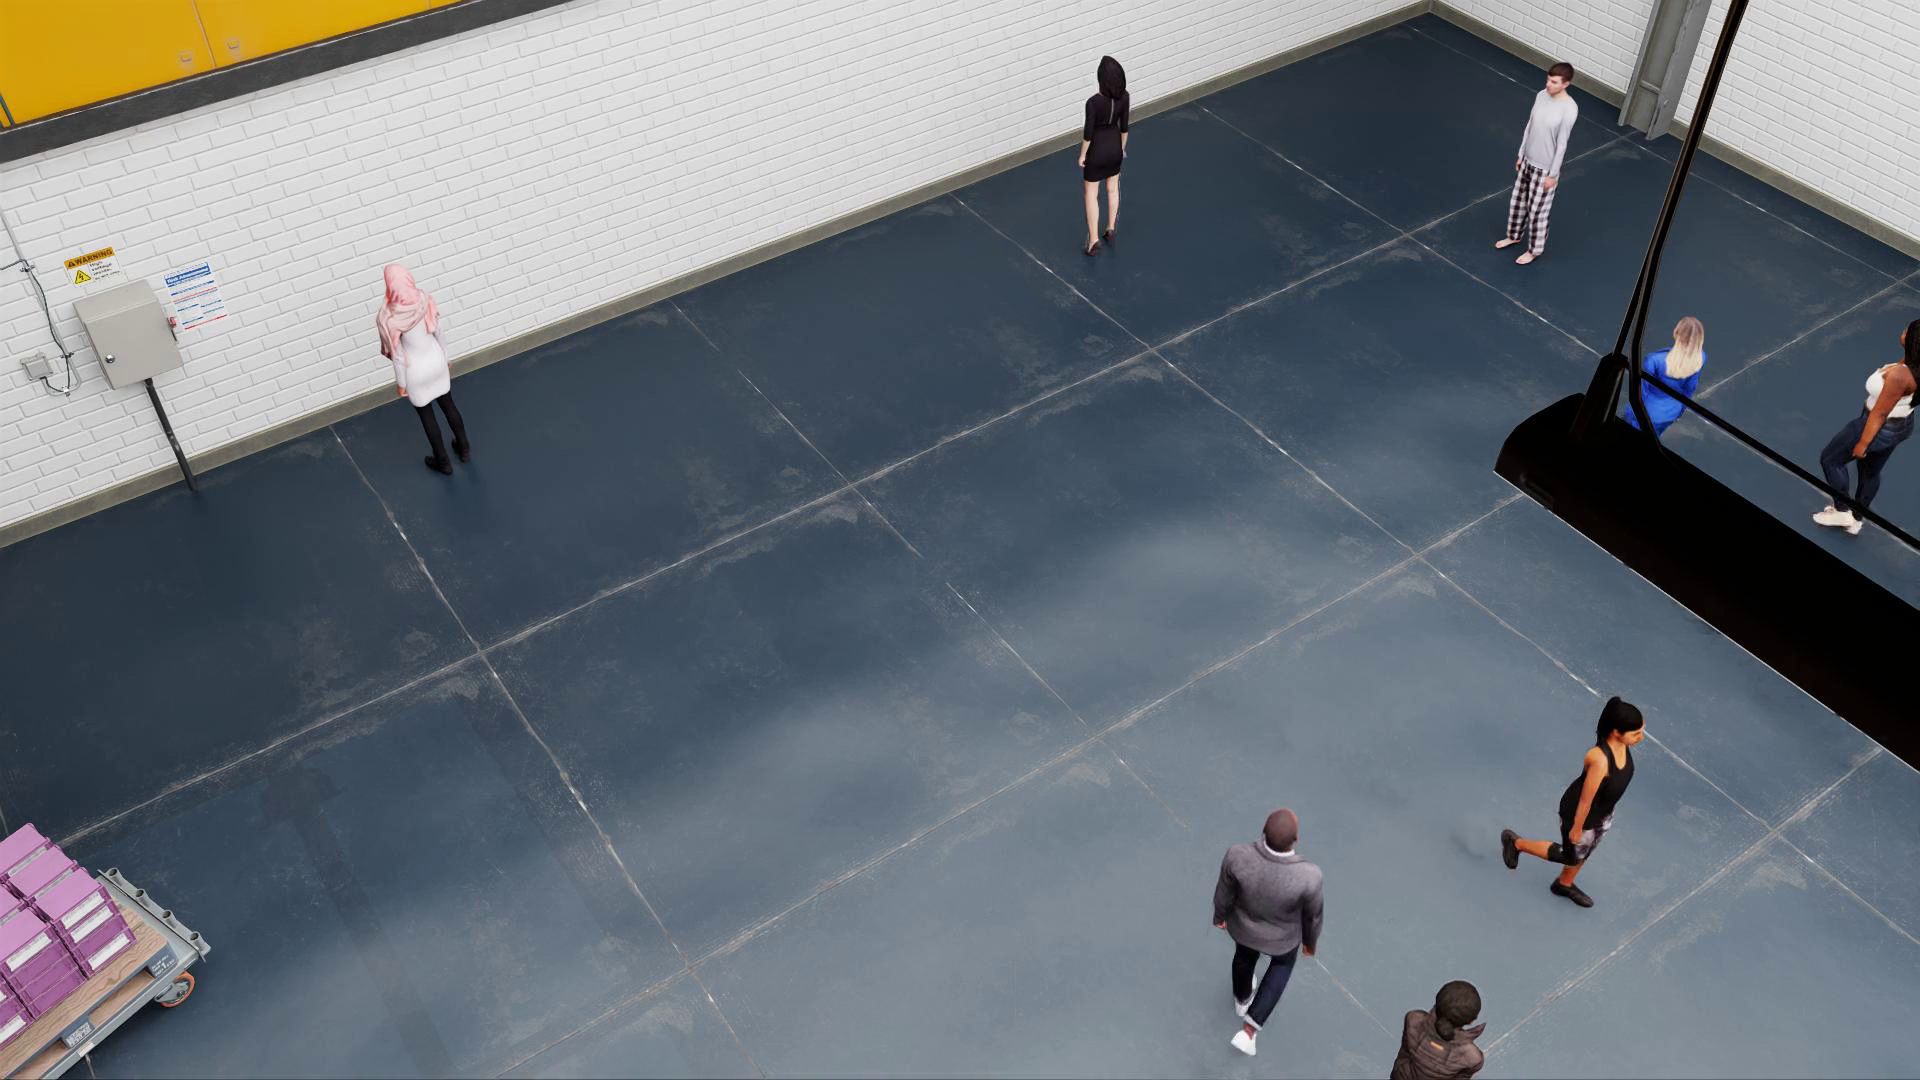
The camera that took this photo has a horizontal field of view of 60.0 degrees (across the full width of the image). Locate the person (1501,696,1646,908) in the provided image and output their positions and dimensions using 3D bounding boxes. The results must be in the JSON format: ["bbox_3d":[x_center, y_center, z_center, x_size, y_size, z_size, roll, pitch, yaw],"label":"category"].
[{"bbox_3d":[3.491,1.478,9.431,0.895,1.650,0.701,32,52,29],"label":"person"}]

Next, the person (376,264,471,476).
[{"bbox_3d":[-3.935,-1.252,12.185,0.660,1.803,0.686,31,52,28],"label":"person"}]

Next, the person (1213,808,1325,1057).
[{"bbox_3d":[1.572,2.081,8.684,0.963,1.807,1.001,19,47,19],"label":"person"}]

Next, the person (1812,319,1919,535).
[{"bbox_3d":[6.512,-0.712,11.622,0.684,1.798,0.643,-22,48,-22],"label":"person"}]

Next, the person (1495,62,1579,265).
[{"bbox_3d":[4.989,-3.245,14.248,0.713,1.842,0.548,-19,47,-19],"label":"person"}]

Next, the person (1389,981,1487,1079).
[{"bbox_3d":[2.271,2.692,8.147,0.637,1.661,0.704,10,45,11],"label":"person"}]

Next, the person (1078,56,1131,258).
[{"bbox_3d":[1.236,-3.301,14.329,0.634,1.813,0.611,-19,47,-19],"label":"person"}]

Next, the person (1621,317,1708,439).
[{"bbox_3d":[4.958,-0.823,11.822,0.833,1.684,0.974,-8,44,-8],"label":"person"}]
